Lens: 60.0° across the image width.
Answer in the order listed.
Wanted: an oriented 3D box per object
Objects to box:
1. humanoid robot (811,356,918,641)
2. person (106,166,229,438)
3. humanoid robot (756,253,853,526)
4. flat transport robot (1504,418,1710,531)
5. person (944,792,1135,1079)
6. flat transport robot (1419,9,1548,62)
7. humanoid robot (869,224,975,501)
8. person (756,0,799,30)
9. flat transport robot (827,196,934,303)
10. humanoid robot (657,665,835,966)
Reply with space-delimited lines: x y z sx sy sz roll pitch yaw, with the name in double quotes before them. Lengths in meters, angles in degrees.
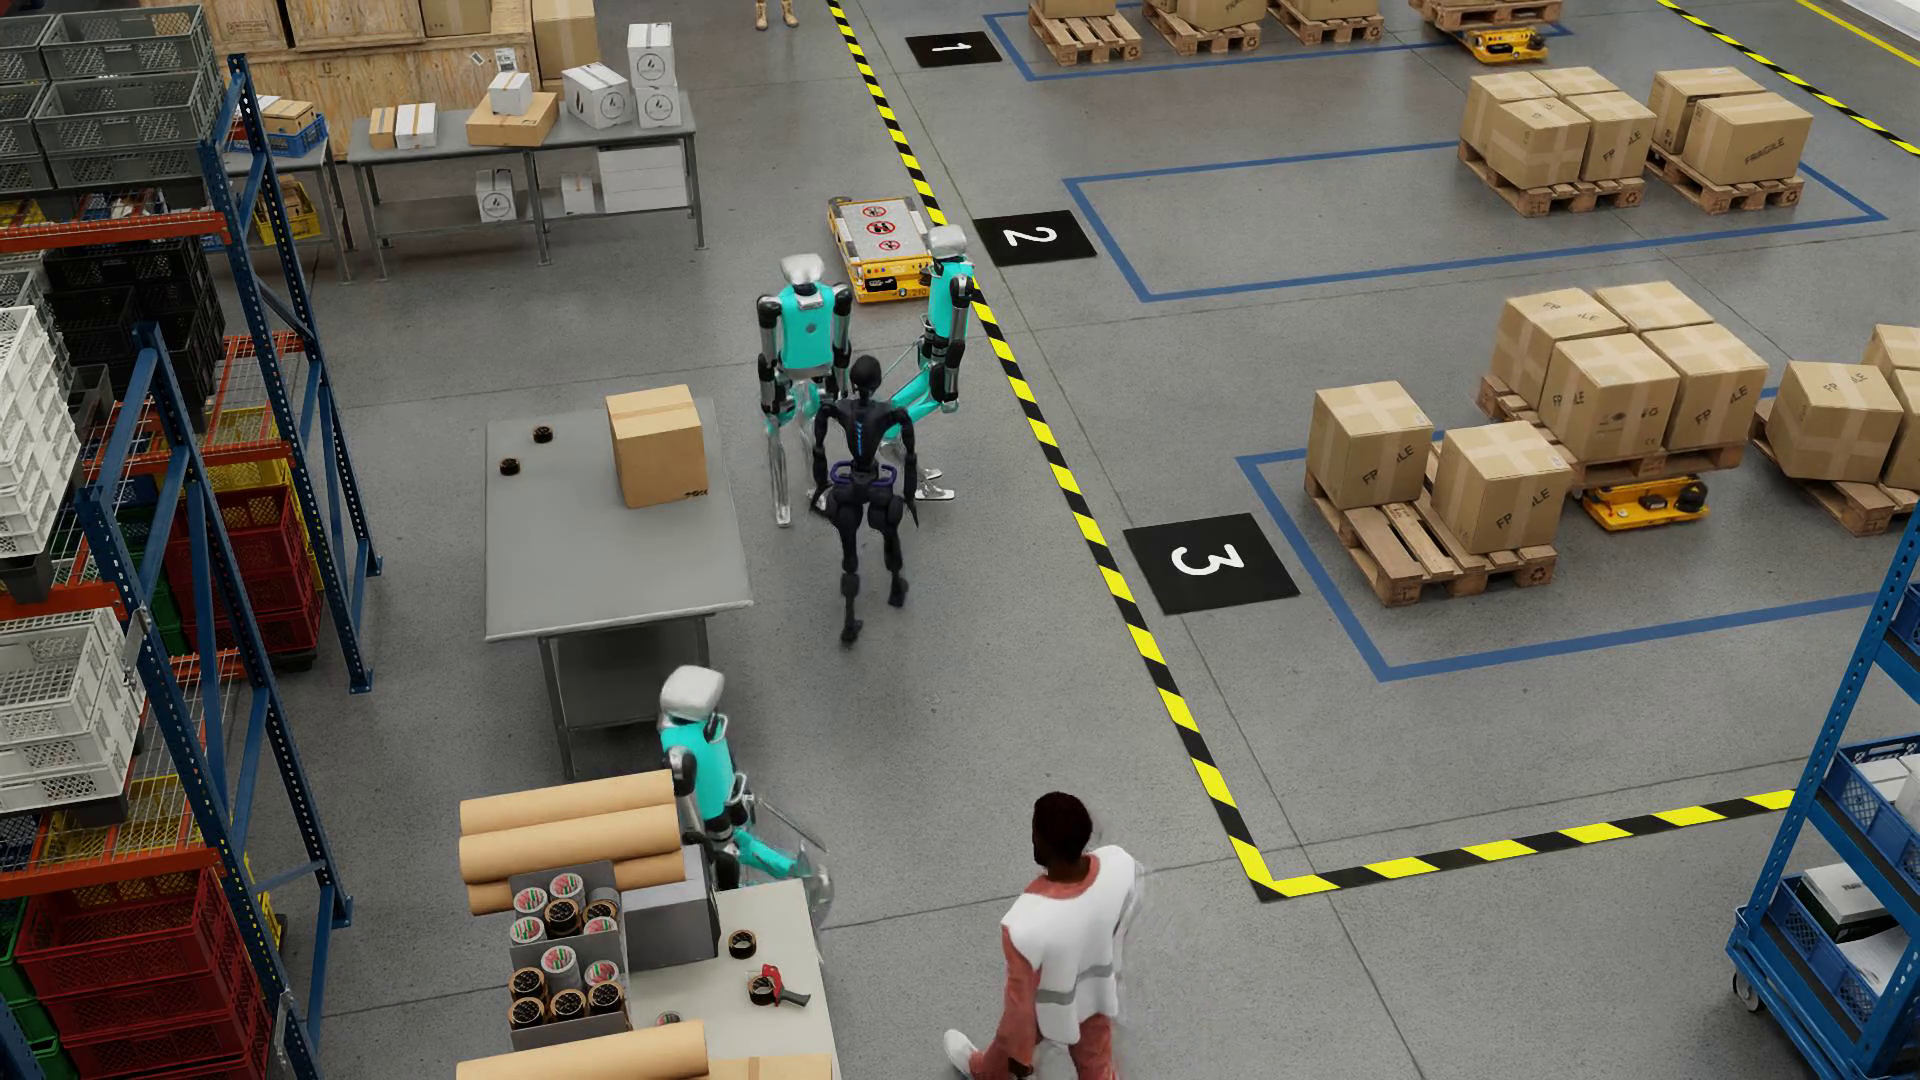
"humanoid robot" -0.510 -0.259 8.747 0.589 1.643 0.614 4 37 5
"person" -4.919 -1.483 10.236 0.508 1.839 0.334 29 46 33
"humanoid robot" -0.932 -0.913 9.501 0.535 1.740 0.719 -14 39 -17
"flat transport robot" 3.956 -0.572 10.299 0.652 0.197 1.431 -8 37 -10
"person" 0.340 1.603 6.060 0.614 1.857 1.016 -24 43 -29
"flat transport robot" 5.127 -5.053 16.322 0.652 0.197 1.431 -8 37 -10
"humanoid robot" -0.281 -0.980 9.528 0.735 1.677 0.533 -8 37 -11
"person" -1.824 -5.997 16.128 0.604 2.045 0.375 -9 38 -11
"flat transport robot" -0.570 -2.220 12.538 0.659 0.231 1.431 -8 37 -10
"humanoid robot" -0.738 1.263 6.670 0.799 1.804 0.531 3 37 4
